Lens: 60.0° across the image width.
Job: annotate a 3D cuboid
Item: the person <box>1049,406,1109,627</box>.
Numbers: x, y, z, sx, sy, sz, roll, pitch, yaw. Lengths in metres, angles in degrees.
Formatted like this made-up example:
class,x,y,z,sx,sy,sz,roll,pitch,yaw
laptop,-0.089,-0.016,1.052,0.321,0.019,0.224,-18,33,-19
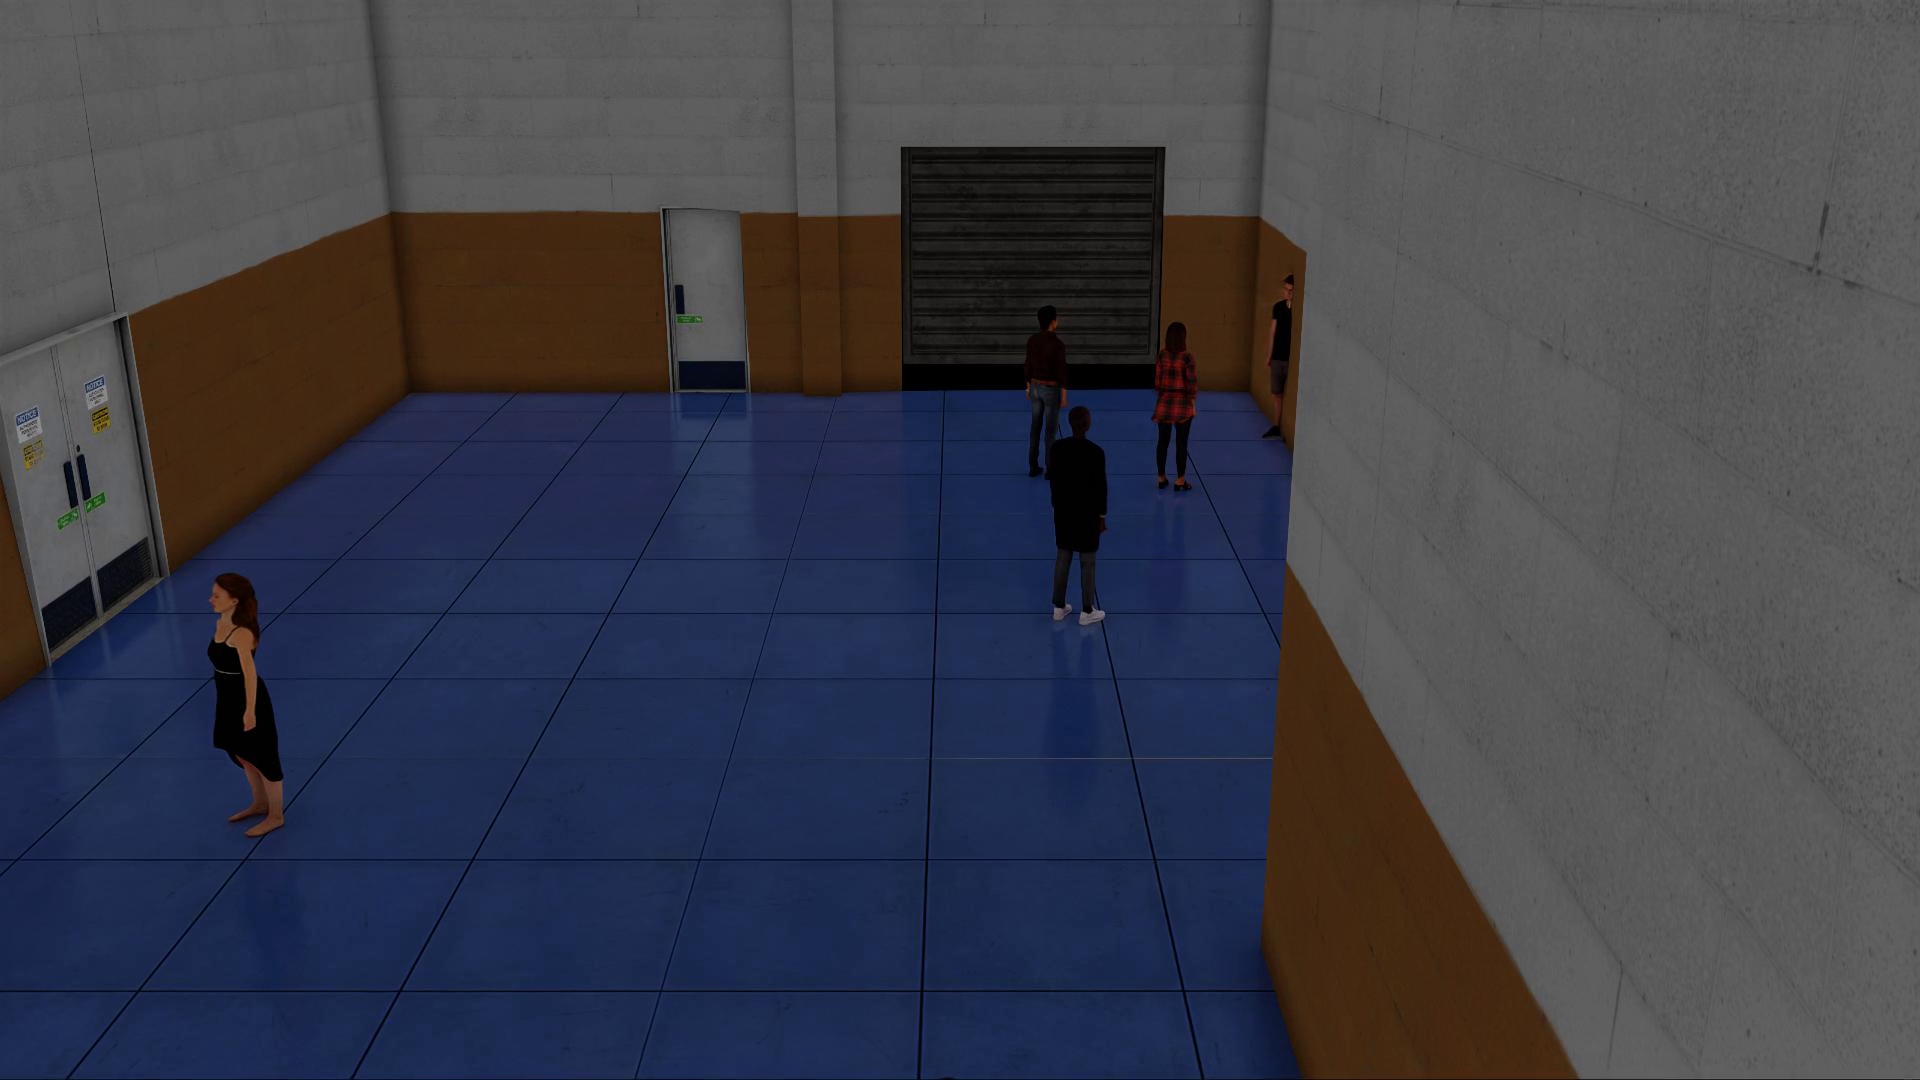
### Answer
class,x,y,z,sx,sy,sz,roll,pitch,yaw
person,0.919,-0.200,13.122,0.671,1.762,0.788,11,21,29

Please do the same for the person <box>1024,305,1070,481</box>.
class,x,y,z,sx,sy,sz,roll,pitch,yaw
person,0.867,-1.508,16.975,0.676,1.779,0.774,14,23,36

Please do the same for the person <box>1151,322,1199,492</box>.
class,x,y,z,sx,sy,sz,roll,pitch,yaw
person,2.141,-1.335,16.579,0.676,1.703,0.762,13,23,34

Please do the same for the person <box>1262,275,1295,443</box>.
class,x,y,z,sx,sy,sz,roll,pitch,yaw
person,3.645,-2.010,18.337,0.809,1.859,0.751,-18,25,-42

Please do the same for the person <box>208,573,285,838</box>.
class,x,y,z,sx,sy,sz,roll,pitch,yaw
person,-4.241,0.963,9.889,0.725,1.625,0.673,-15,24,-38
